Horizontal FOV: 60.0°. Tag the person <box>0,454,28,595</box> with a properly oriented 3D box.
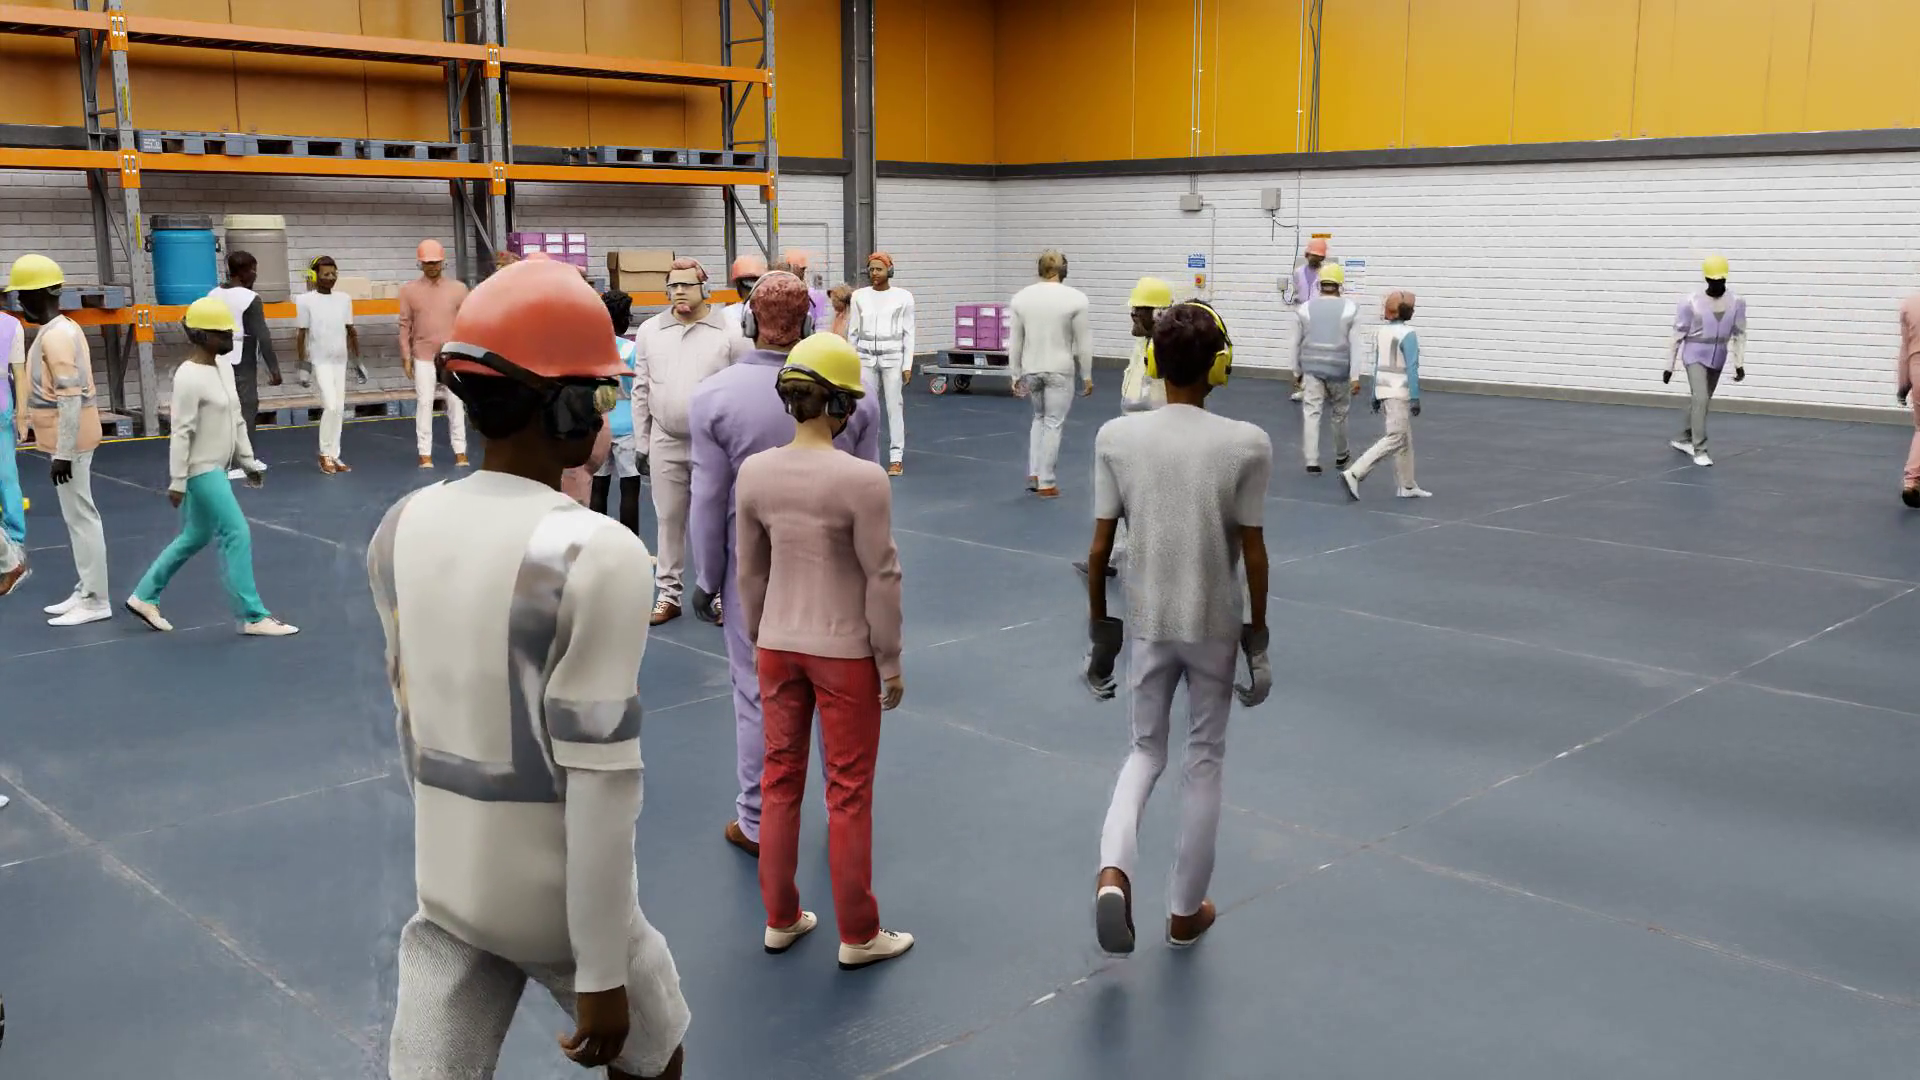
[{"bbox_3d":[-5.445,-0.420,9.059,0.501,1.596,0.837,3,11,16],"label":"person"}]

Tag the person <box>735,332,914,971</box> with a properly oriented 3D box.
[{"bbox_3d":[-0.376,0.312,4.616,0.522,1.761,0.321,6,12,29],"label":"person"}]

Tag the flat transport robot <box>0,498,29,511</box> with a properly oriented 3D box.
[{"bbox_3d":[-7.340,-0.220,11.575,0.652,0.197,1.431,4,11,19],"label":"flat transport robot"}]

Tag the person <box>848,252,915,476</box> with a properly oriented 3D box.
[{"bbox_3d":[-0.670,-1.481,14.056,0.574,1.883,0.355,2,11,13],"label":"person"}]

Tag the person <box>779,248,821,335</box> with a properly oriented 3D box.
[{"bbox_3d":[-1.418,-1.705,15.215,0.876,1.915,0.555,-8,13,-37],"label":"person"}]

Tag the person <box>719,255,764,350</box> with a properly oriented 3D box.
[{"bbox_3d":[-1.468,-1.035,11.628,0.548,1.876,0.992,-5,11,-25],"label":"person"}]

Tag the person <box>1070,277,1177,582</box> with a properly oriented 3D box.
[{"bbox_3d":[1.128,-0.645,9.774,0.949,1.780,0.618,-2,11,-11],"label":"person"}]

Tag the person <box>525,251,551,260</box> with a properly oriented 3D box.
[{"bbox_3d":[-3.650,-1.649,14.966,0.590,1.893,0.603,-2,11,-10],"label":"person"}]

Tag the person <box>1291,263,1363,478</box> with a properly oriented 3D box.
[{"bbox_3d":[3.123,-1.447,14.124,0.621,1.779,0.915,5,11,23],"label":"person"}]

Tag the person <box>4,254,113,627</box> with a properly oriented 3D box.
[{"bbox_3d":[-4.676,-0.512,8.656,0.384,1.924,0.589,-5,12,-27],"label":"person"}]

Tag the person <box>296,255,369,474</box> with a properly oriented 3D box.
[{"bbox_3d":[-5.326,-1.483,14.175,0.525,1.853,0.516,7,13,34],"label":"person"}]

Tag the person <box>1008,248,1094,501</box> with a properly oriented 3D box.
[{"bbox_3d":[0.718,-1.264,12.765,0.625,1.918,0.599,6,12,30],"label":"person"}]

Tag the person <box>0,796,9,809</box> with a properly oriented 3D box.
[{"bbox_3d":[-3.547,0.233,5.482,0.558,1.606,0.600,-2,11,-12],"label":"person"}]

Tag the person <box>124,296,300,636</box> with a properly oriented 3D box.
[{"bbox_3d":[-3.848,-0.361,8.361,0.859,1.727,0.518,-1,10,-6],"label":"person"}]

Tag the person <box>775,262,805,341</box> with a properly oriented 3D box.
[{"bbox_3d":[-1.271,-1.252,12.990,0.805,1.809,0.666,-5,11,-25],"label":"person"}]

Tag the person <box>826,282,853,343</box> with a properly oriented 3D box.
[{"bbox_3d":[-1.033,-1.448,14.588,0.563,1.606,0.583,-6,12,-28],"label":"person"}]

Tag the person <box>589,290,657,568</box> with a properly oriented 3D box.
[{"bbox_3d":[-2.083,-0.660,10.084,0.539,1.694,0.319,5,12,28],"label":"person"}]

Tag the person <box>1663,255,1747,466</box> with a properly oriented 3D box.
[{"bbox_3d":[6.649,-1.624,14.943,0.613,1.863,0.918,-1,10,-7],"label":"person"}]

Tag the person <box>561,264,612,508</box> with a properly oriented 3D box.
[{"bbox_3d":[-1.716,-0.243,7.248,0.402,1.904,0.638,-3,11,-18],"label":"person"}]

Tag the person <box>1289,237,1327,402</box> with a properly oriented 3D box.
[{"bbox_3d":[4.273,-2.647,20.097,0.626,1.987,0.878,7,13,34],"label":"person"}]

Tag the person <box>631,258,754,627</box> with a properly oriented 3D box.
[{"bbox_3d":[-1.392,-0.498,8.626,0.641,1.908,0.407,1,10,5],"label":"person"}]

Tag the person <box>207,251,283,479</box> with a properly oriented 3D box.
[{"bbox_3d":[-6.002,-1.471,14.000,0.609,1.884,0.694,6,12,31],"label":"person"}]

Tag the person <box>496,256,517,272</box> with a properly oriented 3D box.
[{"bbox_3d":[-4.213,-1.792,15.897,0.702,1.830,0.522,-6,12,-29],"label":"person"}]

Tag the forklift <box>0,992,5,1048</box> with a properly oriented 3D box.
[{"bbox_3d":[-3.245,0.323,3.363,2.313,2.155,1.214,2,11,13],"label":"forklift"}]

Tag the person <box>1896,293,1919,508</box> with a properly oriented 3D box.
[{"bbox_3d":[7.131,-1.117,12.026,0.437,1.890,0.679,-6,12,-30],"label":"person"}]

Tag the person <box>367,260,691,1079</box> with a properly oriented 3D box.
[{"bbox_3d":[-0.749,0.555,2.680,0.624,1.995,1.071,7,12,32],"label":"person"}]

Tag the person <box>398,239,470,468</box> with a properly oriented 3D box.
[{"bbox_3d":[-4.555,-1.613,14.503,0.622,1.987,0.406,-5,11,-25],"label":"person"}]

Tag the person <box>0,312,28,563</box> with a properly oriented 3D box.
[{"bbox_3d":[-6.041,-0.768,10.259,0.566,1.847,0.390,-3,11,-16],"label":"person"}]

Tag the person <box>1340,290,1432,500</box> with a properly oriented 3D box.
[{"bbox_3d":[3.276,-1.093,12.676,0.754,1.613,0.517,-2,11,-9],"label":"person"}]

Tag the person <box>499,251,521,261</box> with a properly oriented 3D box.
[{"bbox_3d":[-4.477,-1.945,16.631,0.575,1.859,0.641,7,13,34],"label":"person"}]

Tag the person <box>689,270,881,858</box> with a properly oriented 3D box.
[{"bbox_3d":[-0.572,0.085,5.444,0.638,1.911,0.406,-4,11,-19],"label":"person"}]

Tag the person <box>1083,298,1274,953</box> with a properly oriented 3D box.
[{"bbox_3d":[0.602,0.272,4.579,0.516,1.855,0.602,4,11,23],"label":"person"}]
